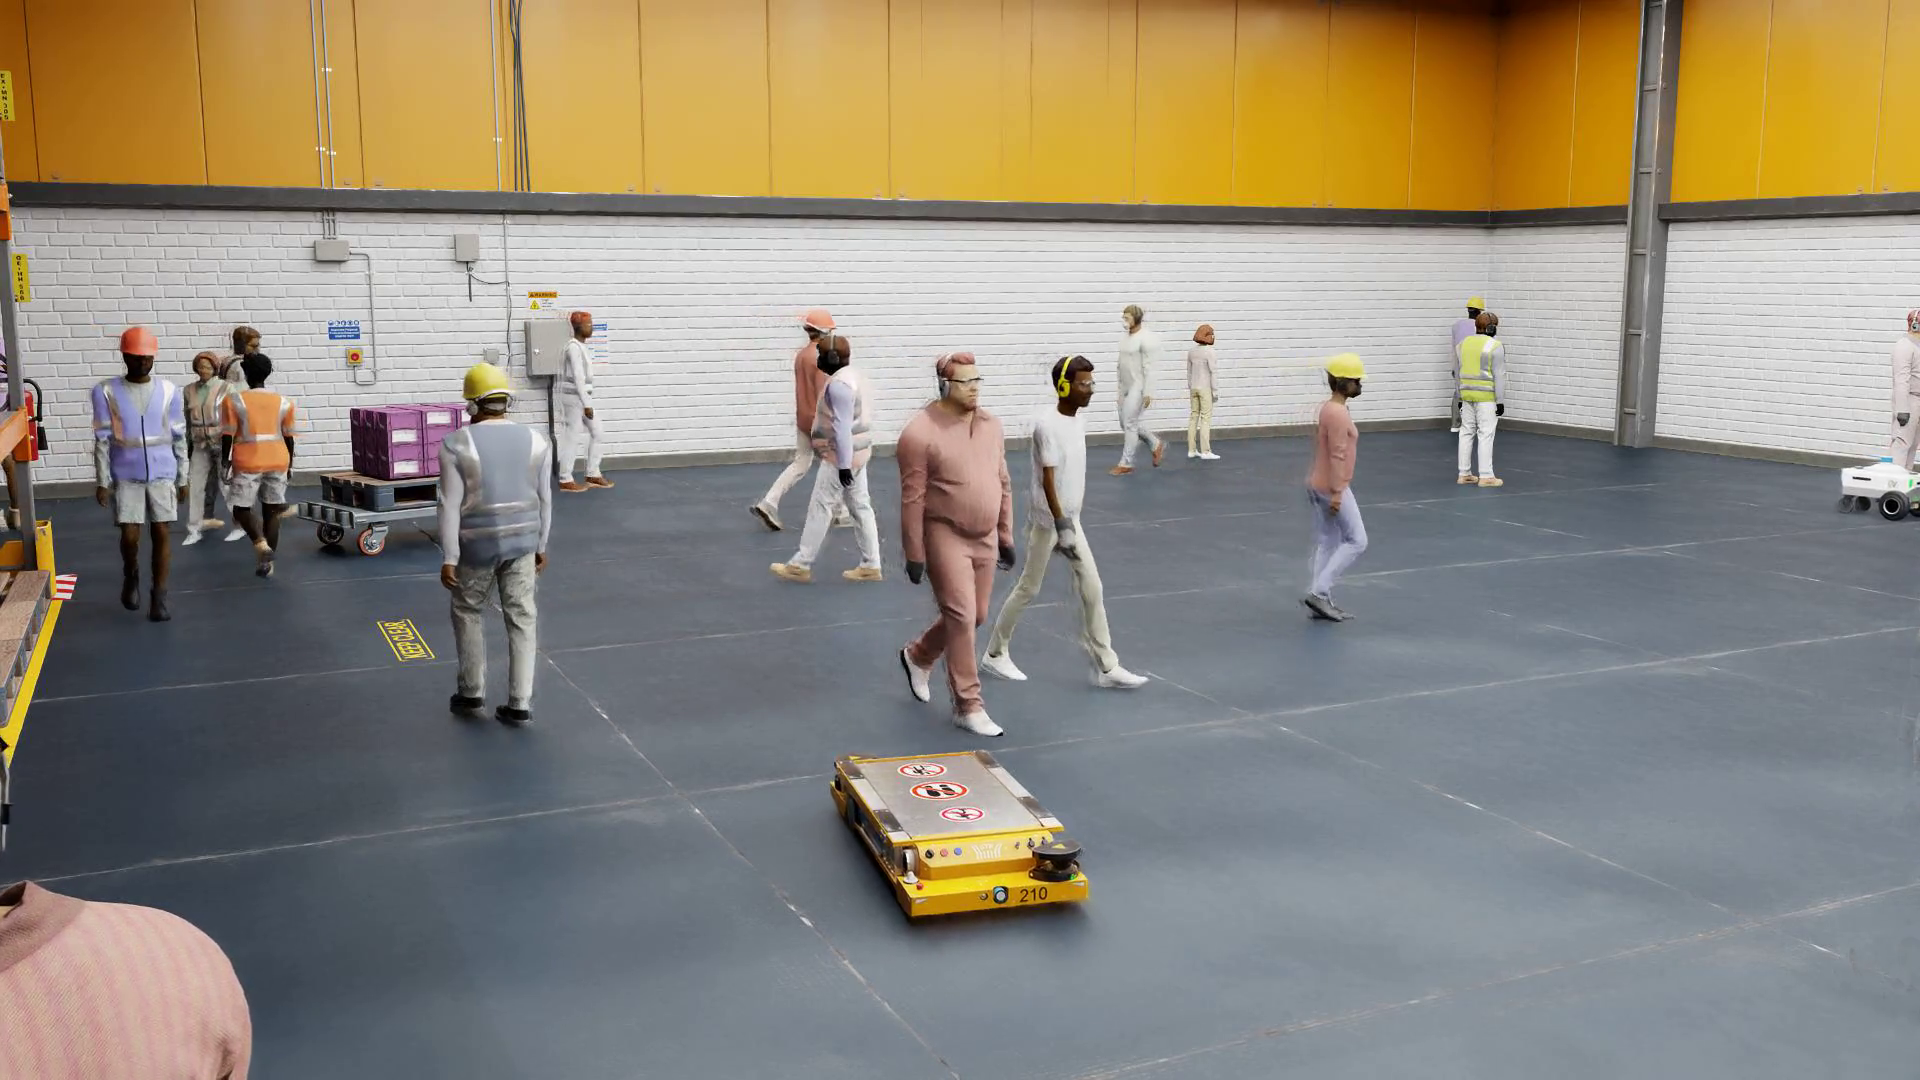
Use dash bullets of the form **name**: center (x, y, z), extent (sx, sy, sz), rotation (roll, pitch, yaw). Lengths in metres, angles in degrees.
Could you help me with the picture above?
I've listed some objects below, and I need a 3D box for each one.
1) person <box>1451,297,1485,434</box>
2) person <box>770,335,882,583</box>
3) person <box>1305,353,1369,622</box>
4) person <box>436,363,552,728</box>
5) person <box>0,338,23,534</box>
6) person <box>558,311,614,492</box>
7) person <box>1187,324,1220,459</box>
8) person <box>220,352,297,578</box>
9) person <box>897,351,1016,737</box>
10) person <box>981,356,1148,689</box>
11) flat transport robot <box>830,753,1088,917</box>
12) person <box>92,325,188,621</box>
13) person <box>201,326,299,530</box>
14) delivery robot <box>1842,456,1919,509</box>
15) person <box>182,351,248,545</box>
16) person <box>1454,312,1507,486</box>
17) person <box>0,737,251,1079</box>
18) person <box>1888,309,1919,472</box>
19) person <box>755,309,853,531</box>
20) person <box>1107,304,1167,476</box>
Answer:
- **person**: center (7.154, -2.442, 23.318), extent (0.388, 1.919, 0.585), rotation (-8, 12, -39)
- **person**: center (-0.981, -0.582, 12.118), extent (0.896, 1.803, 0.665), rotation (1, 9, 7)
- **person**: center (2.447, -0.327, 10.724), extent (0.364, 1.755, 0.525), rotation (0, 9, 2)
- **person**: center (-2.377, 0.019, 8.368), extent (0.627, 1.808, 0.703), rotation (-7, 12, -37)
- **person**: center (-8.389, -1.068, 14.444), extent (0.485, 2.037, 0.682), rotation (4, 10, 25)
- **person**: center (-3.846, -1.410, 17.102), extent (0.706, 1.860, 0.593), rotation (0, 9, -1)
- **person**: center (2.953, -1.797, 20.194), extent (0.280, 1.633, 0.502), rotation (-6, 11, -33)
- **person**: center (-5.089, -0.529, 12.173), extent (0.551, 1.680, 0.541), rotation (-9, 13, -43)
- **person**: center (-0.051, -0.011, 8.355), extent (0.642, 1.887, 0.835), rotation (-9, 13, -43)
- **person**: center (0.528, -0.093, 9.074), extent (0.979, 1.822, 0.514), rotation (7, 11, 36)
- **flat transport robot**: center (-0.050, 1.092, 6.485), extent (0.652, 0.197, 1.431), rotation (-3, 10, -15)
- **person**: center (-5.305, -0.427, 10.790), extent (0.576, 1.923, 0.477), rotation (-6, 11, -35)
- **person**: center (-6.334, -0.992, 14.727), extent (0.604, 1.774, 0.993), rotation (7, 12, 39)
- **delivery robot**: center (8.573, -0.536, 15.416), extent (0.477, 0.478, 0.707), rotation (-5, 10, -29)
- **person**: center (-6.235, -0.769, 13.908), extent (0.534, 1.624, 0.510), rotation (2, 9, 9)
- **person**: center (5.541, -1.491, 17.654), extent (0.429, 1.841, 0.634), rotation (-5, 11, -30)
- **person**: center (-1.017, 1.049, 1.691), extent (0.403, 1.906, 0.651), rotation (4, 10, 24)
- **person**: center (9.323, -1.298, 16.256), extent (0.642, 1.909, 0.408), rotation (-9, 13, -44)
- **person**: center (-1.335, -1.047, 14.580), extent (0.973, 1.958, 0.615), rotation (-6, 11, -33)
- **person**: center (2.004, -1.682, 18.612), extent (0.767, 1.917, 0.636), rotation (-4, 10, -26)
